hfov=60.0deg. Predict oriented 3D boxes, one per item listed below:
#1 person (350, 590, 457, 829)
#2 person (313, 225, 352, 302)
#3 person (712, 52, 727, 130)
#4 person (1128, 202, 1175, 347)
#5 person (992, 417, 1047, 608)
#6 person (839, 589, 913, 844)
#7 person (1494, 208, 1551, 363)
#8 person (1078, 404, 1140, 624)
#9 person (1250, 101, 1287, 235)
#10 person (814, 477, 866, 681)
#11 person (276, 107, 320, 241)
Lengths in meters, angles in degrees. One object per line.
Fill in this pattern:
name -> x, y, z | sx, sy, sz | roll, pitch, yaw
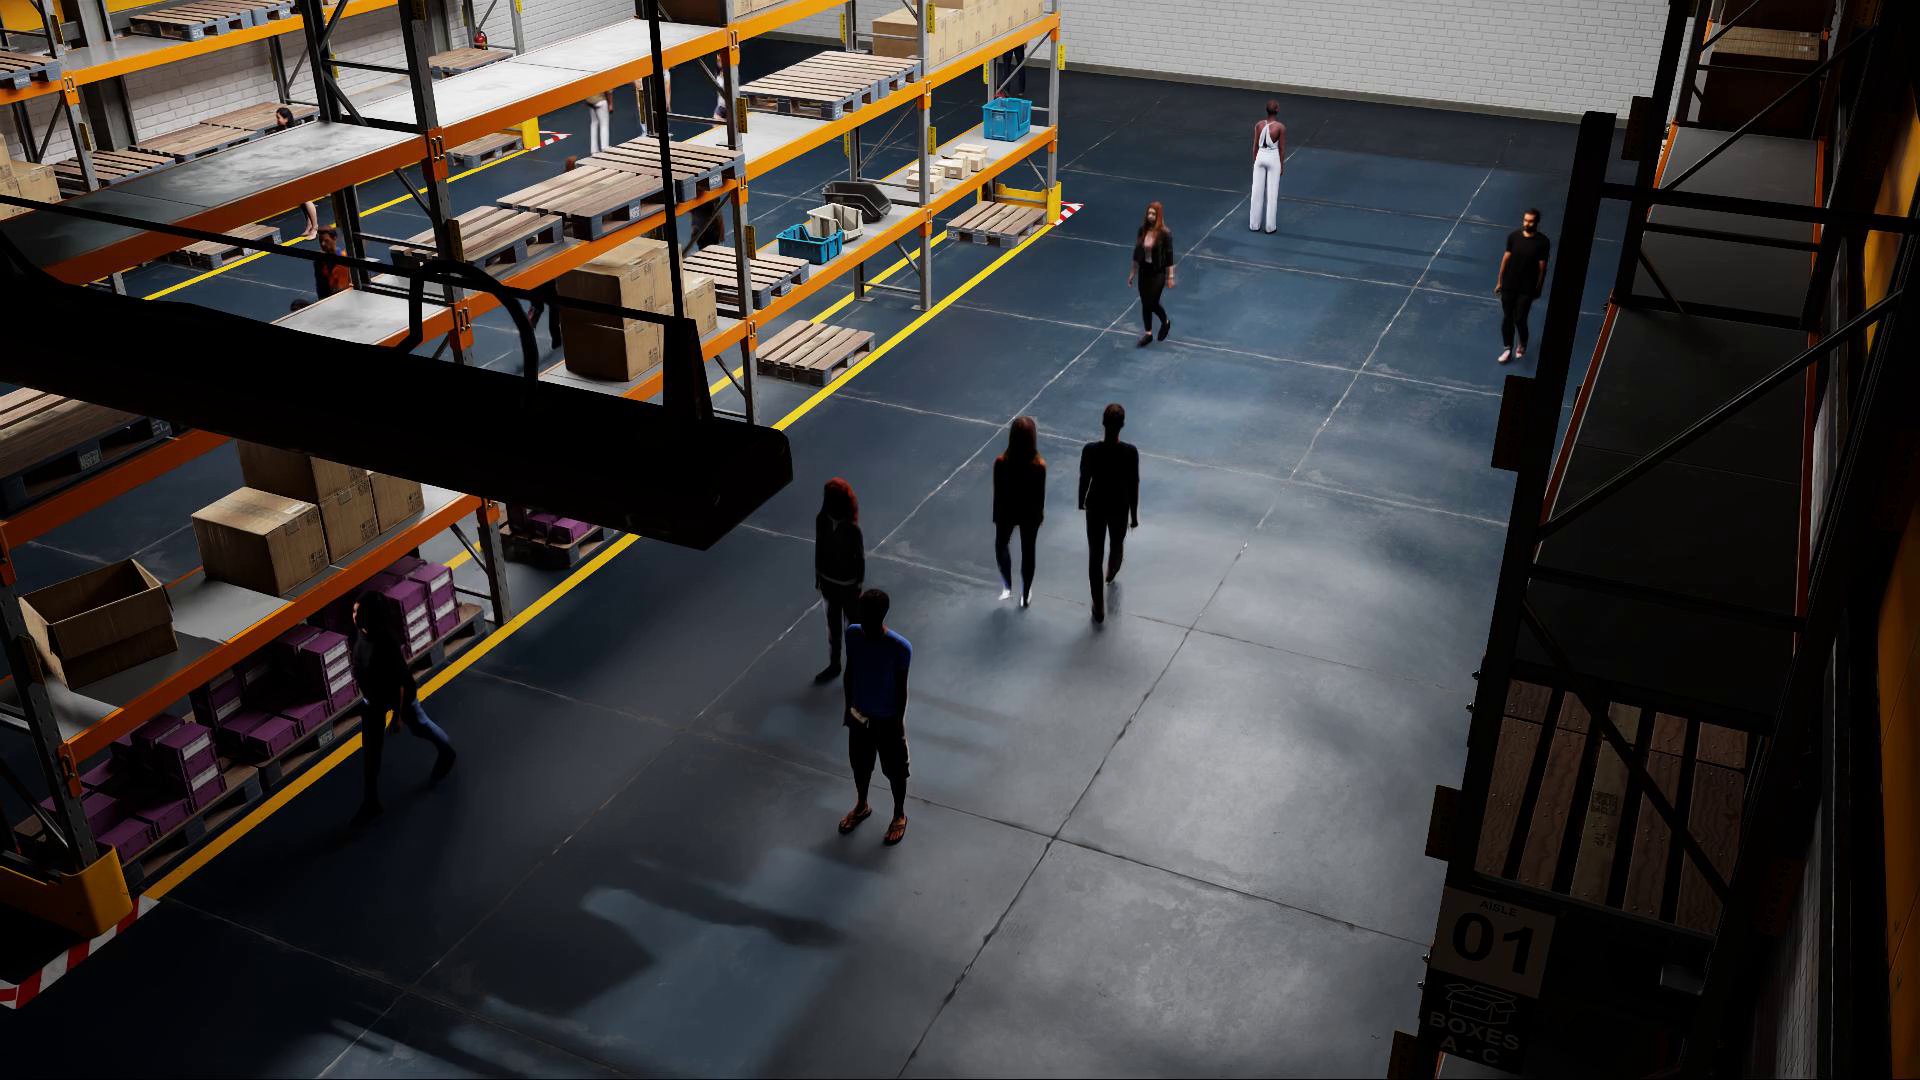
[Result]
person -> -3.818, 1.071, 11.381 | 0.578, 1.655, 1.153 | 12, 31, 20
person -> -6.516, -2.475, 17.675 | 0.799, 1.853, 0.816 | 1, 29, 2
person -> -3.498, -6.623, 25.471 | 0.708, 1.669, 1.092 | 18, 33, 29
person -> 2.248, -3.034, 18.863 | 0.734, 1.696, 0.776 | 25, 37, 38
person -> 0.478, -0.176, 13.605 | 0.701, 1.714, 0.750 | 1, 29, 1
person -> -0.551, 1.131, 11.053 | 0.645, 1.864, 0.557 | 12, 31, 20
person -> 6.233, -2.836, 18.448 | 0.709, 1.747, 0.745 | 20, 35, 33
person -> 1.192, -0.182, 13.514 | 0.935, 1.812, 1.216 | 2, 29, 3
person -> 4.147, -5.038, 22.447 | 0.585, 1.783, 0.488 | 14, 32, 24
person -> -0.901, 0.328, 12.613 | 0.612, 1.779, 0.533 | 18, 33, 29
person -> -8.846, -4.891, 22.192 | 0.799, 1.769, 0.776 | -19, 34, -30
